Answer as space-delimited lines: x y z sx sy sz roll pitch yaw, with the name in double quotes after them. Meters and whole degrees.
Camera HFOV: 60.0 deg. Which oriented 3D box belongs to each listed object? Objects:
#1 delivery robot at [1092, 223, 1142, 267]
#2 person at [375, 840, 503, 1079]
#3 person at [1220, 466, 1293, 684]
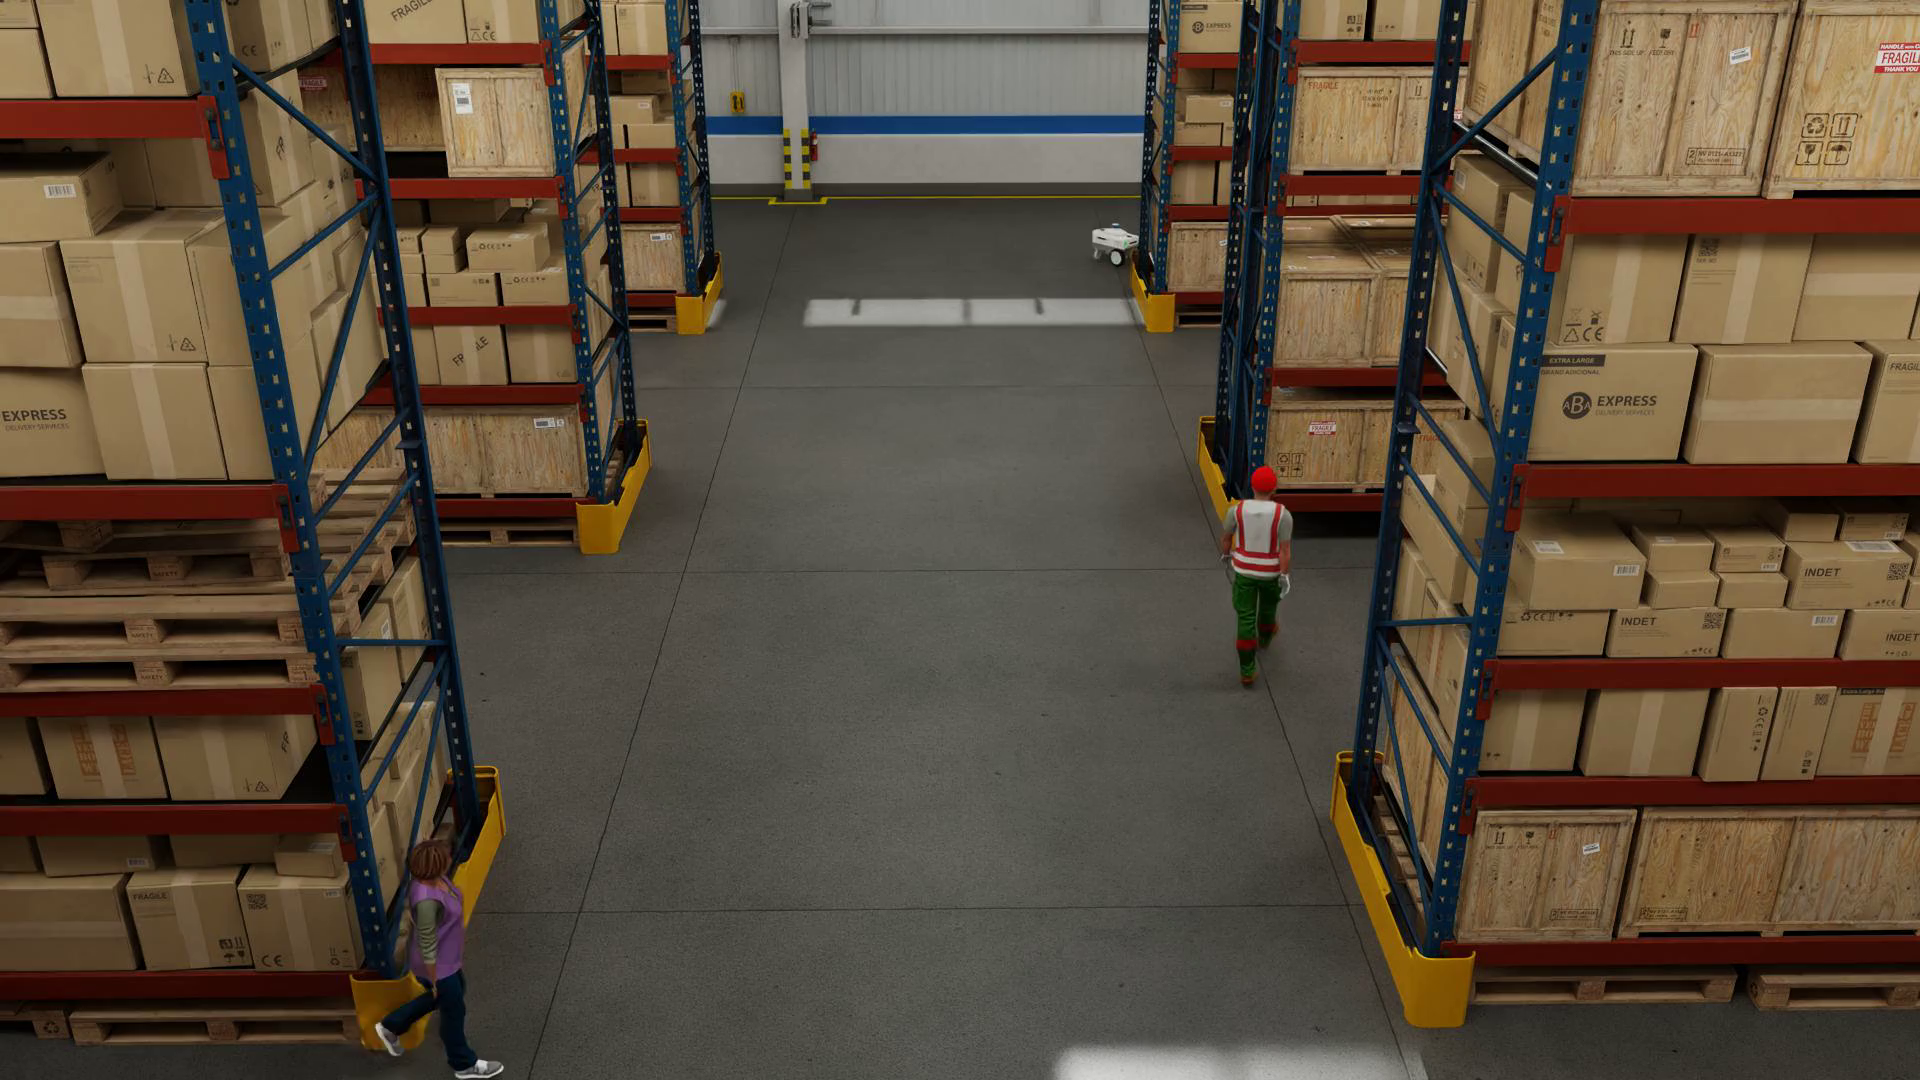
2.403 -4.383 24.837 0.667 0.535 0.751 -23 33 -40 "delivery robot"
-2.934 2.311 9.117 0.663 1.595 0.442 -6 26 -13 "person"
2.382 0.193 13.411 0.574 1.754 0.953 5 26 11 "person"
